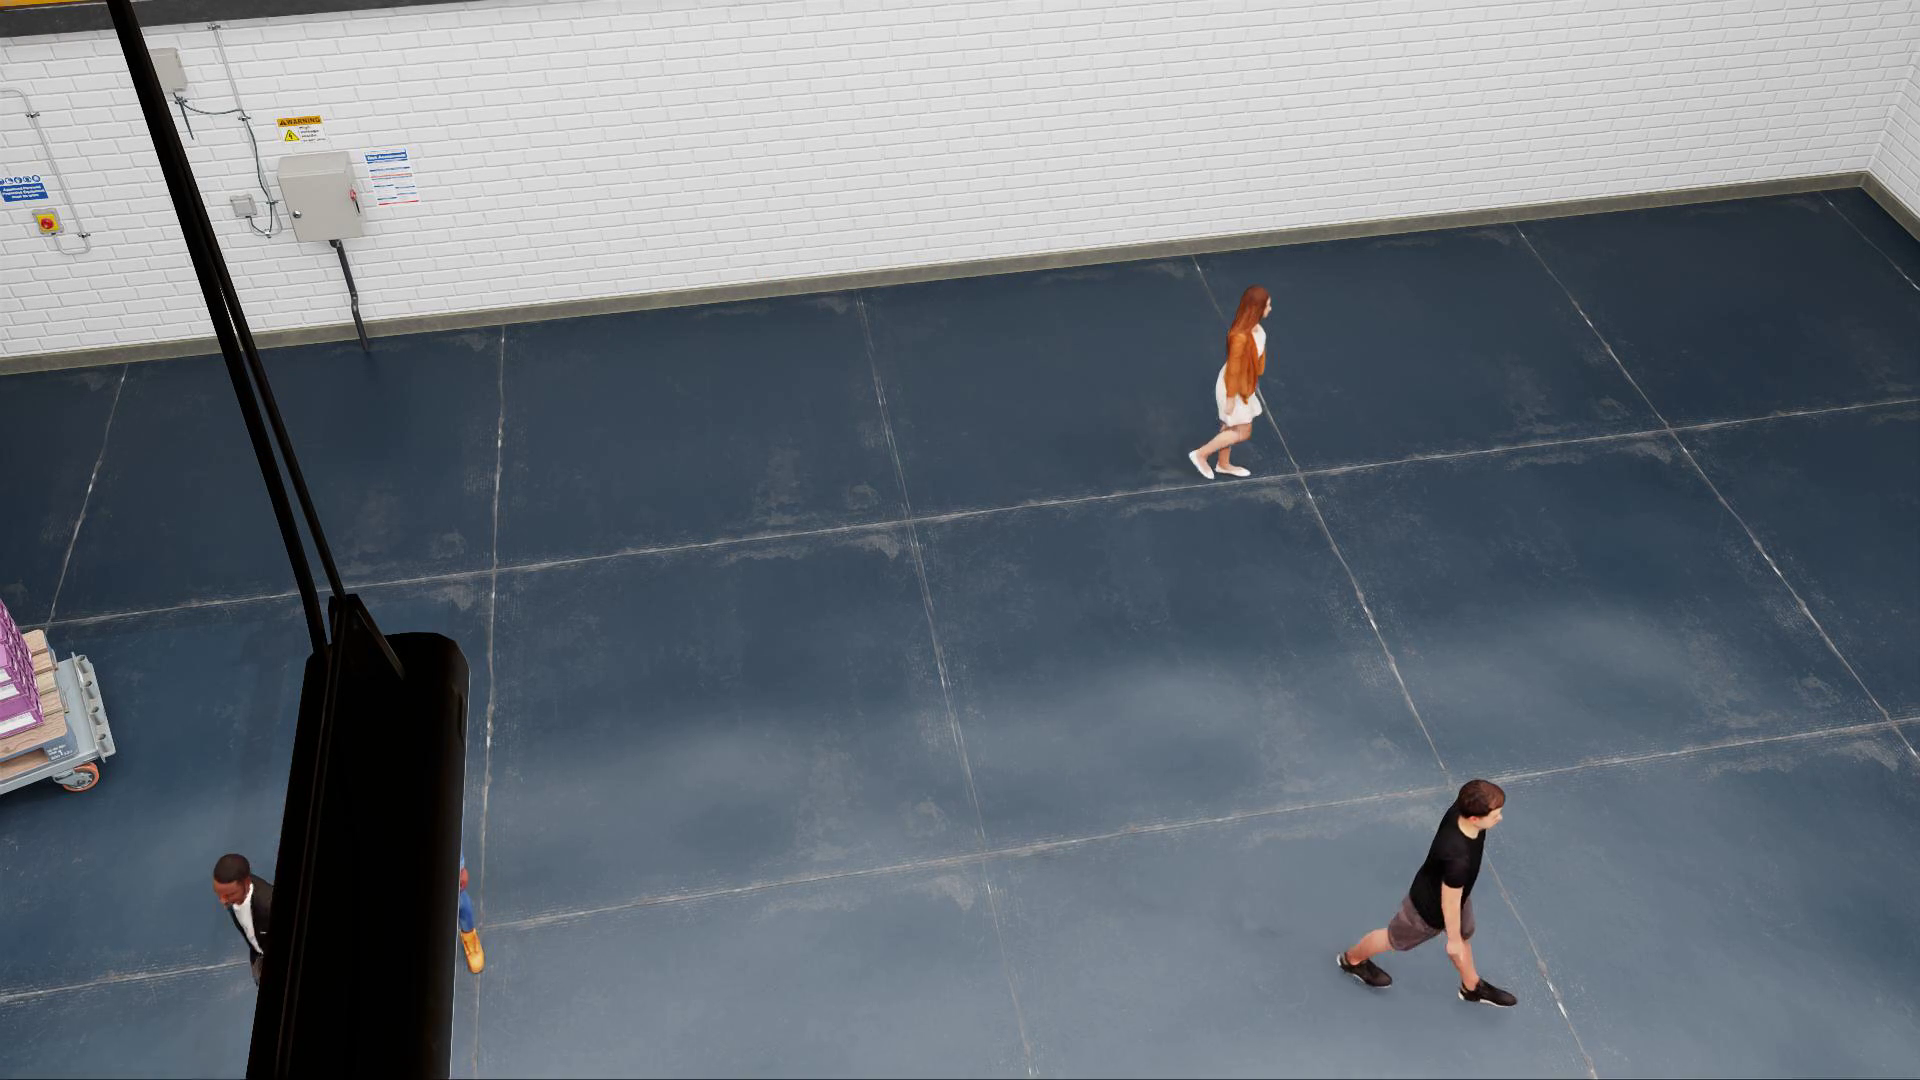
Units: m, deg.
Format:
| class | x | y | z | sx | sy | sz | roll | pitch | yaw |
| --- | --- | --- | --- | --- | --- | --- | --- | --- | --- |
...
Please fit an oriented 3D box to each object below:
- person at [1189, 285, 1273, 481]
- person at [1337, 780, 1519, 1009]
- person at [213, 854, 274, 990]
| class | x | y | z | sx | sy | sz | roll | pitch | yaw |
| --- | --- | --- | --- | --- | --- | --- | --- | --- | --- |
| person | 1.909 | -1.129 | 11.956 | 0.812 | 1.709 | 0.766 | 11 | 45 | 12 |
| person | 2.432 | 1.847 | 8.759 | 1.206 | 1.810 | 1.248 | 18 | 47 | 18 |
| person | -3.388 | 2.055 | 8.584 | 1.129 | 1.751 | 1.321 | 20 | 47 | 19 |
